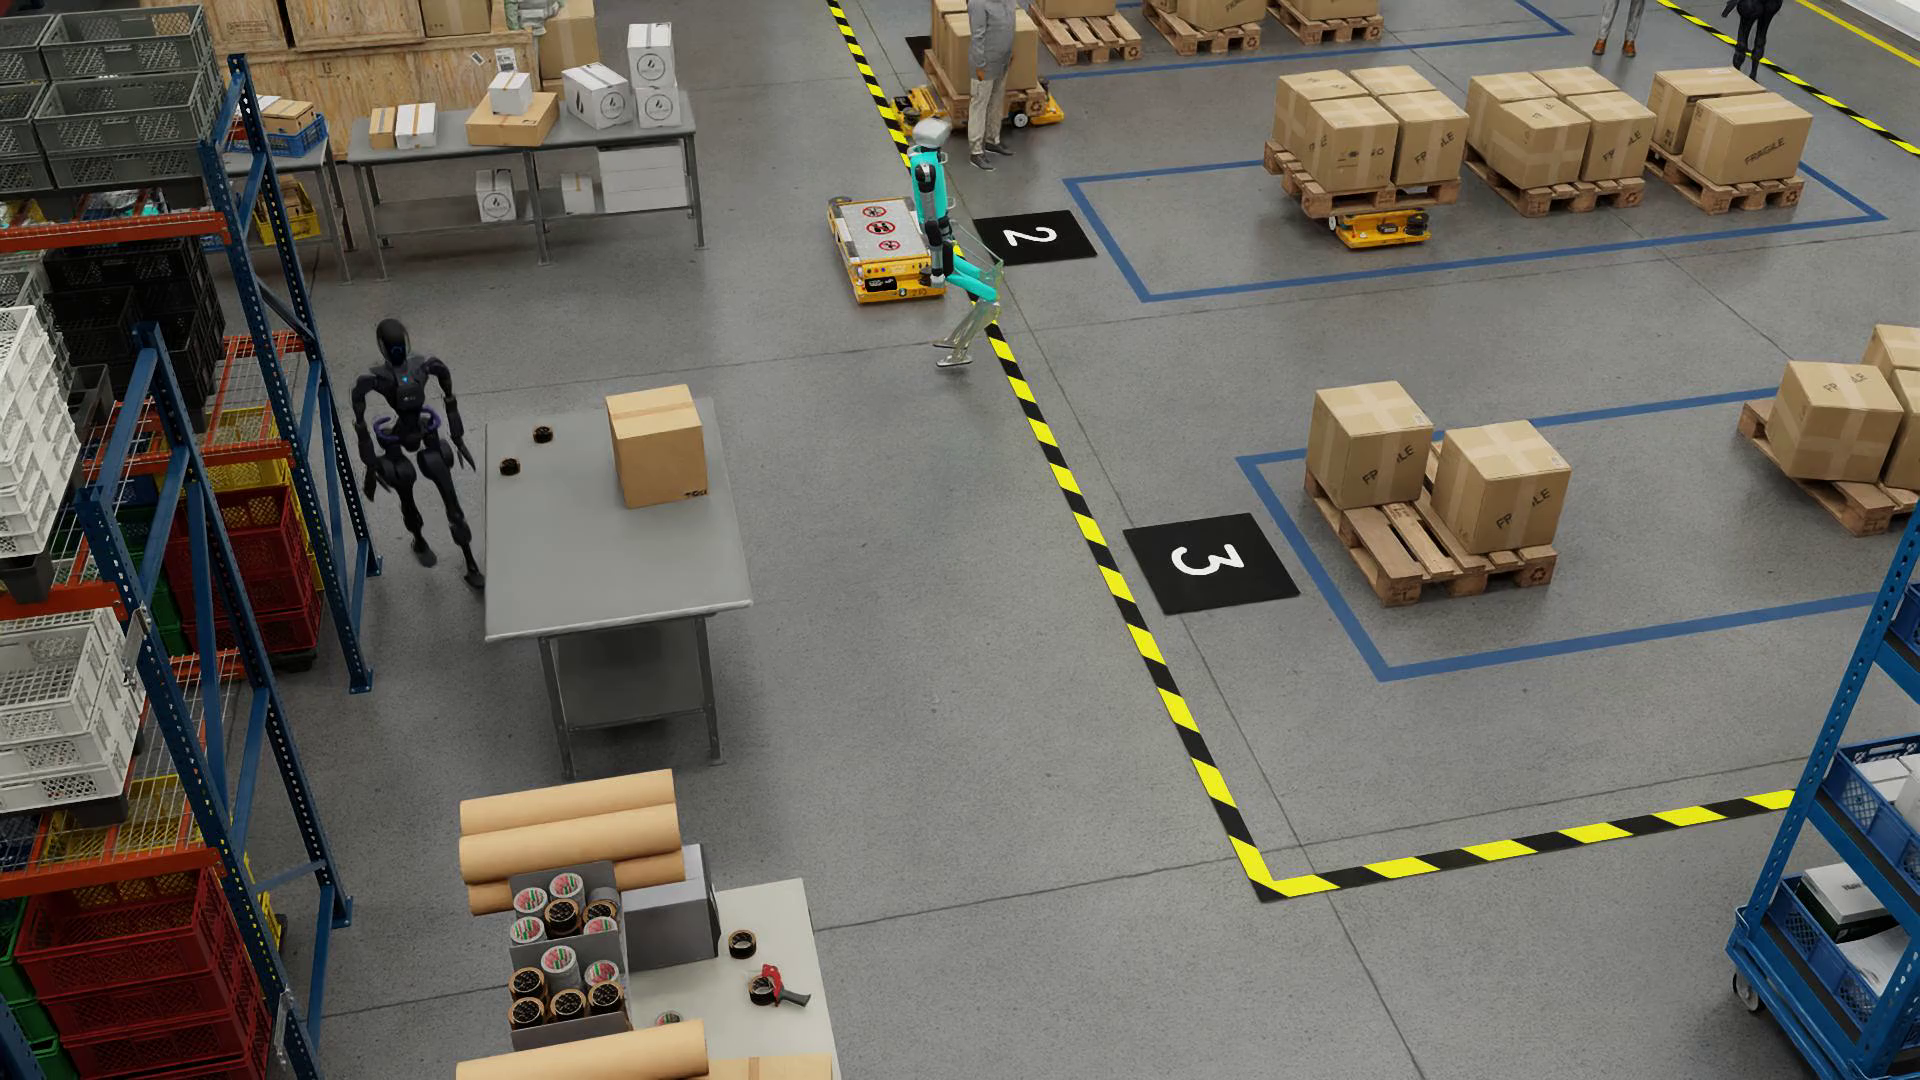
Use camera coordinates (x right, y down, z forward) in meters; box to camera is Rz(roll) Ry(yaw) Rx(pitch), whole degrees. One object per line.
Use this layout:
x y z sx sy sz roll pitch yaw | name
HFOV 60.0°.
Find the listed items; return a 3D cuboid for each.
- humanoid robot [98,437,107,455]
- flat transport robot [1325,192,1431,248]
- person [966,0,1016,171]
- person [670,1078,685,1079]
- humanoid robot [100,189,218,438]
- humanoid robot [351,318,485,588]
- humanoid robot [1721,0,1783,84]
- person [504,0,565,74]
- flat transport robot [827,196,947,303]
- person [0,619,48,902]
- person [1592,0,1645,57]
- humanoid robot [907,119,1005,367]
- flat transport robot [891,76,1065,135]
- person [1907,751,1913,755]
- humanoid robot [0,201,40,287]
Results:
-5.141 -0.701 9.300 0.938 1.751 0.530 -11 38 -14 | humanoid robot
3.134 -2.740 13.213 0.652 0.197 1.431 -8 37 -10 | flat transport robot
0.244 -3.940 13.591 0.396 1.770 0.563 19 41 24 | person
-0.883 2.266 5.095 0.369 1.957 0.603 -2 37 -3 | person
-5.006 -1.269 10.064 0.542 1.833 0.726 27 44 31 | humanoid robot
-2.940 -0.453 9.003 0.609 1.627 0.727 -22 42 -27 | humanoid robot
7.176 -4.892 14.936 0.599 1.657 0.315 -14 39 -19 | humanoid robot
-3.538 -4.325 13.970 0.412 1.939 0.602 24 43 28 | person
-0.570 -2.220 12.538 0.659 0.231 1.431 -8 37 -10 | flat transport robot
-4.139 0.883 7.049 0.429 1.842 0.632 28 45 32 | person
6.351 -5.471 15.555 0.589 1.881 0.379 8 37 11 | person
0.034 -1.912 10.781 0.735 1.677 0.533 -1 37 -1 | humanoid robot
0.154 -3.856 14.713 1.431 0.197 0.652 -8 37 -10 | flat transport robot
4.462 0.737 7.236 0.397 1.850 0.596 -6 37 -8 | person
-5.800 -1.279 10.086 0.854 1.827 0.536 22 42 27 | humanoid robot
